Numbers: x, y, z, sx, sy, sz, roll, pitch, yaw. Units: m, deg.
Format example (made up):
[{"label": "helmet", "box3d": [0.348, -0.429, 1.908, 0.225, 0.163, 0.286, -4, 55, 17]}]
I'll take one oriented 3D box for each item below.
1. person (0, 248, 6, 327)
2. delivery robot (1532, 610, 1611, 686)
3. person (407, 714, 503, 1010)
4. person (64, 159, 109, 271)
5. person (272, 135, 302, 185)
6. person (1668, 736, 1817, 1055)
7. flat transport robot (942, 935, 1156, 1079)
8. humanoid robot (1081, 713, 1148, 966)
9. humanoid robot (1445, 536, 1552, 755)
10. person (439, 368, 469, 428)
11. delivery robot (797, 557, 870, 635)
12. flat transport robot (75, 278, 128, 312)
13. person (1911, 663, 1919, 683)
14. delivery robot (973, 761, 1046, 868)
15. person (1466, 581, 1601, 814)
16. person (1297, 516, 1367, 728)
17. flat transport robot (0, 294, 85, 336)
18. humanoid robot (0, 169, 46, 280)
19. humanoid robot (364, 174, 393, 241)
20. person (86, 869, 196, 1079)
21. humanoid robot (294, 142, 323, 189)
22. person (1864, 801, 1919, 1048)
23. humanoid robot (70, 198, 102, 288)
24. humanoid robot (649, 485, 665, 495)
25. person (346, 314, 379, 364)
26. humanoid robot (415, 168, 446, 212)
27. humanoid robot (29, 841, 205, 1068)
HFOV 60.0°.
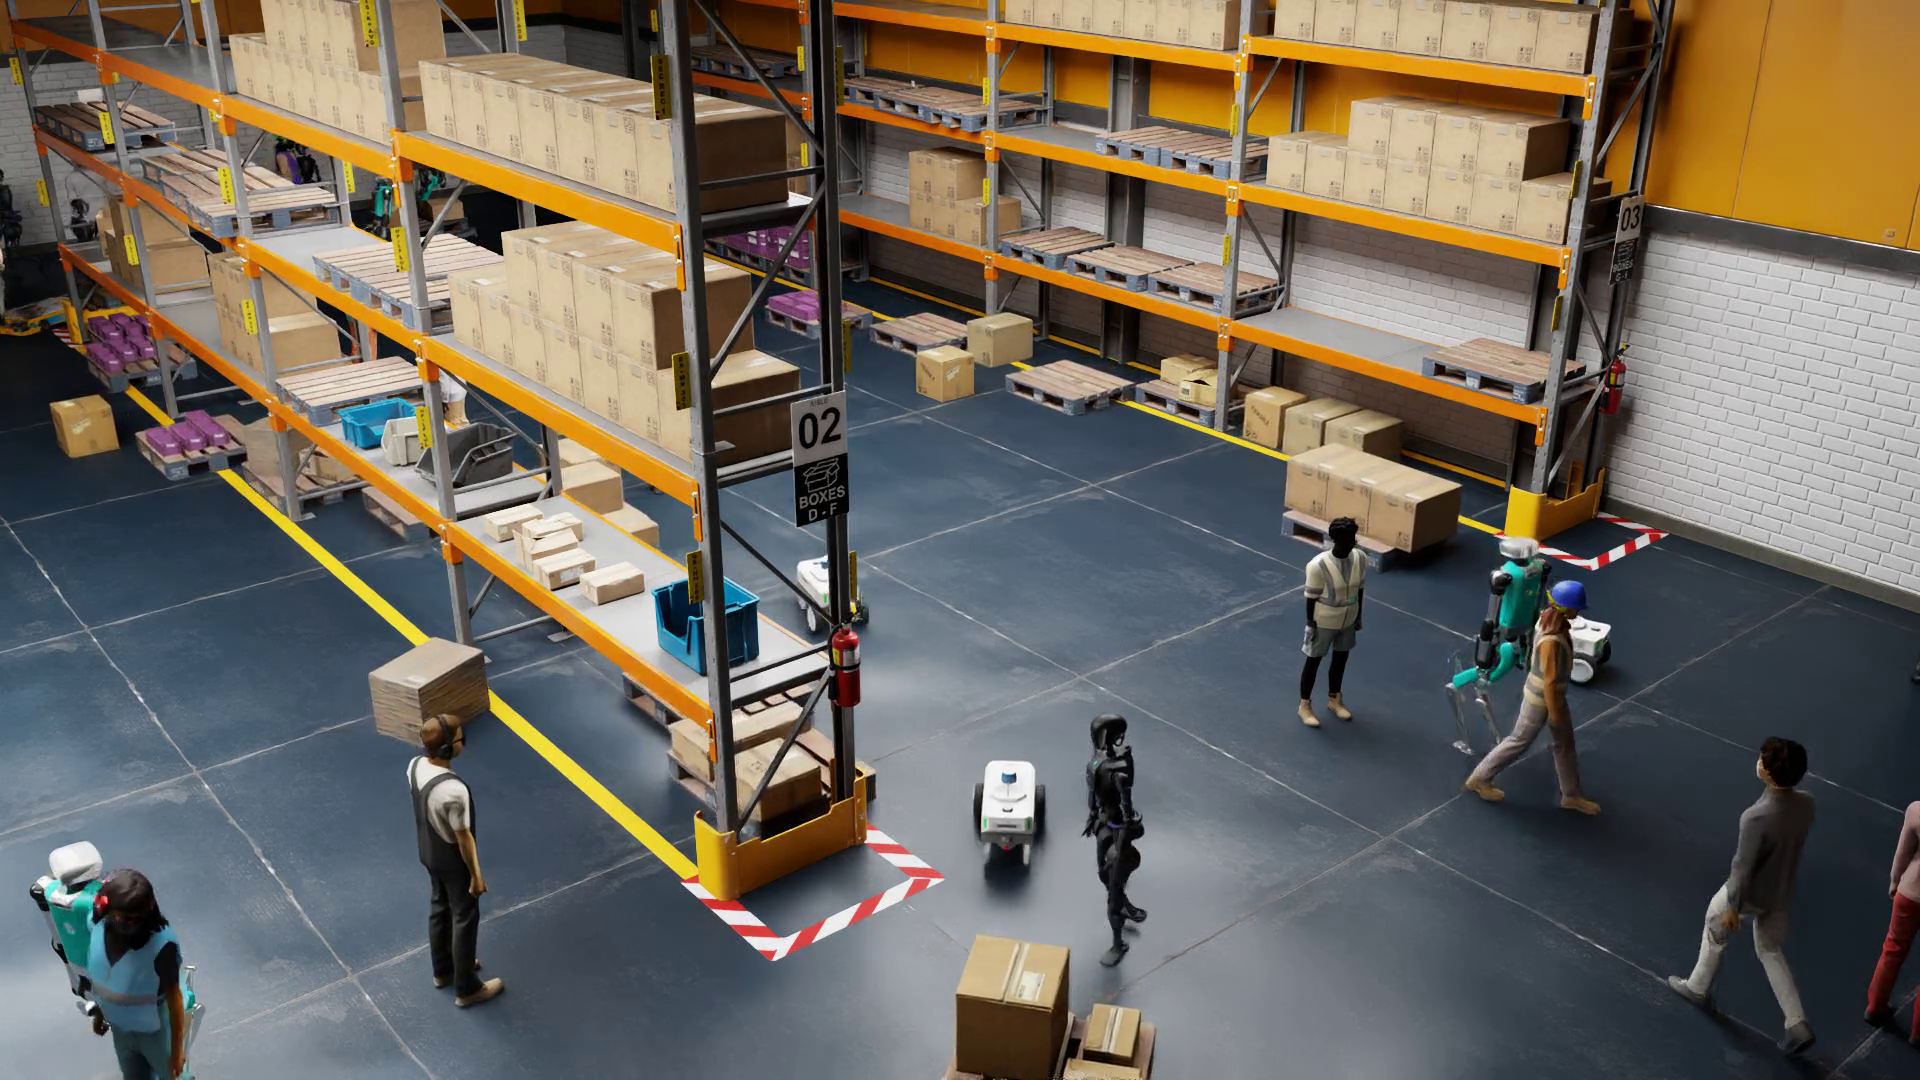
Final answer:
[{"label": "person", "box3d": [-13.042, -3.657, 22.114, 0.614, 1.867, 0.503, -14, 27, -29]}, {"label": "delivery robot", "box3d": [4.857, 0.799, 13.423, 0.773, 0.586, 0.499, 14, 27, 30]}, {"label": "person", "box3d": [-2.893, 1.818, 9.463, 0.503, 1.836, 0.323, 19, 30, 37]}, {"label": "person", "box3d": [-13.065, -4.923, 25.023, 0.903, 1.874, 0.639, 18, 29, 36]}, {"label": "person", "box3d": [-10.650, -5.612, 26.564, 0.528, 1.917, 0.594, 0, 23, 1]}, {"label": "person", "box3d": [4.435, 1.935, 9.147, 0.536, 1.868, 0.831, -7, 24, -15]}, {"label": "flat transport robot", "box3d": [0.525, 3.074, 8.525, 1.431, 0.231, 0.659, 5, 24, 12]}, {"label": "humanoid robot", "box3d": [0.971, 1.733, 9.862, 0.472, 1.648, 0.604, -6, 24, -14]}, {"label": "humanoid robot", "box3d": [3.804, 0.756, 12.035, 0.532, 1.792, 0.659, -13, 27, -28]}, {"label": "person", "box3d": [-5.341, -1.548, 17.371, 0.343, 1.744, 0.555, -1, 23, -2]}, {"label": "delivery robot", "box3d": [-1.127, 0.444, 14.263, 0.499, 0.601, 0.805, -10, 25, -23]}, {"label": "flat transport robot", "box3d": [-11.580, -3.288, 23.258, 1.431, 0.231, 0.659, -21, 31, -40]}, {"label": "person", "box3d": [7.805, 0.263, 12.956, 0.547, 1.924, 0.385, 14, 27, 29]}, {"label": "delivery robot", "box3d": [0.327, 1.793, 11.149, 0.499, 0.609, 0.807, 1, 23, 3]}, {"label": "person", "box3d": [3.980, 1.062, 11.344, 0.897, 1.731, 0.470, 13, 26, 27]}, {"label": "person", "box3d": [2.794, 0.600, 12.463, 0.535, 1.692, 0.319, -10, 25, -22]}, {"label": "flat transport robot", "box3d": [-12.535, -3.079, 22.772, 0.659, 0.231, 1.431, 7, 24, 17]}, {"label": "humanoid robot", "box3d": [-14.096, -4.706, 24.781, 0.565, 1.641, 0.594, -4, 24, -9]}, {"label": "humanoid robot", "box3d": [-8.545, -4.335, 23.863, 0.939, 1.744, 0.569, -14, 27, -29]}, {"label": "person", "box3d": [-3.958, 2.379, 8.163, 0.663, 1.846, 0.374, 9, 25, 20]}, {"label": "humanoid robot", "box3d": [-10.494, -5.586, 26.813, 0.591, 1.650, 0.518, 11, 26, 23]}, {"label": "person", "box3d": [5.392, 1.984, 9.174, 0.333, 1.756, 0.515, -19, 30, -37]}, {"label": "humanoid robot", "box3d": [-11.916, -3.864, 22.808, 0.359, 1.648, 0.608, -14, 27, -29]}, {"label": "humanoid robot", "box3d": [-3.206, -1.321, 16.993, 0.612, 1.651, 0.735, -16, 28, -33]}, {"label": "person", "box3d": [-7.167, -2.675, 19.962, 0.500, 1.758, 0.342, 11, 26, 24]}, {"label": "humanoid robot", "box3d": [-9.046, -6.067, 27.904, 0.989, 1.779, 0.531, 13, 27, 28]}, {"label": "humanoid robot", "box3d": [-4.212, 2.192, 8.547, 0.533, 1.677, 0.735, 8, 25, 18]}]
